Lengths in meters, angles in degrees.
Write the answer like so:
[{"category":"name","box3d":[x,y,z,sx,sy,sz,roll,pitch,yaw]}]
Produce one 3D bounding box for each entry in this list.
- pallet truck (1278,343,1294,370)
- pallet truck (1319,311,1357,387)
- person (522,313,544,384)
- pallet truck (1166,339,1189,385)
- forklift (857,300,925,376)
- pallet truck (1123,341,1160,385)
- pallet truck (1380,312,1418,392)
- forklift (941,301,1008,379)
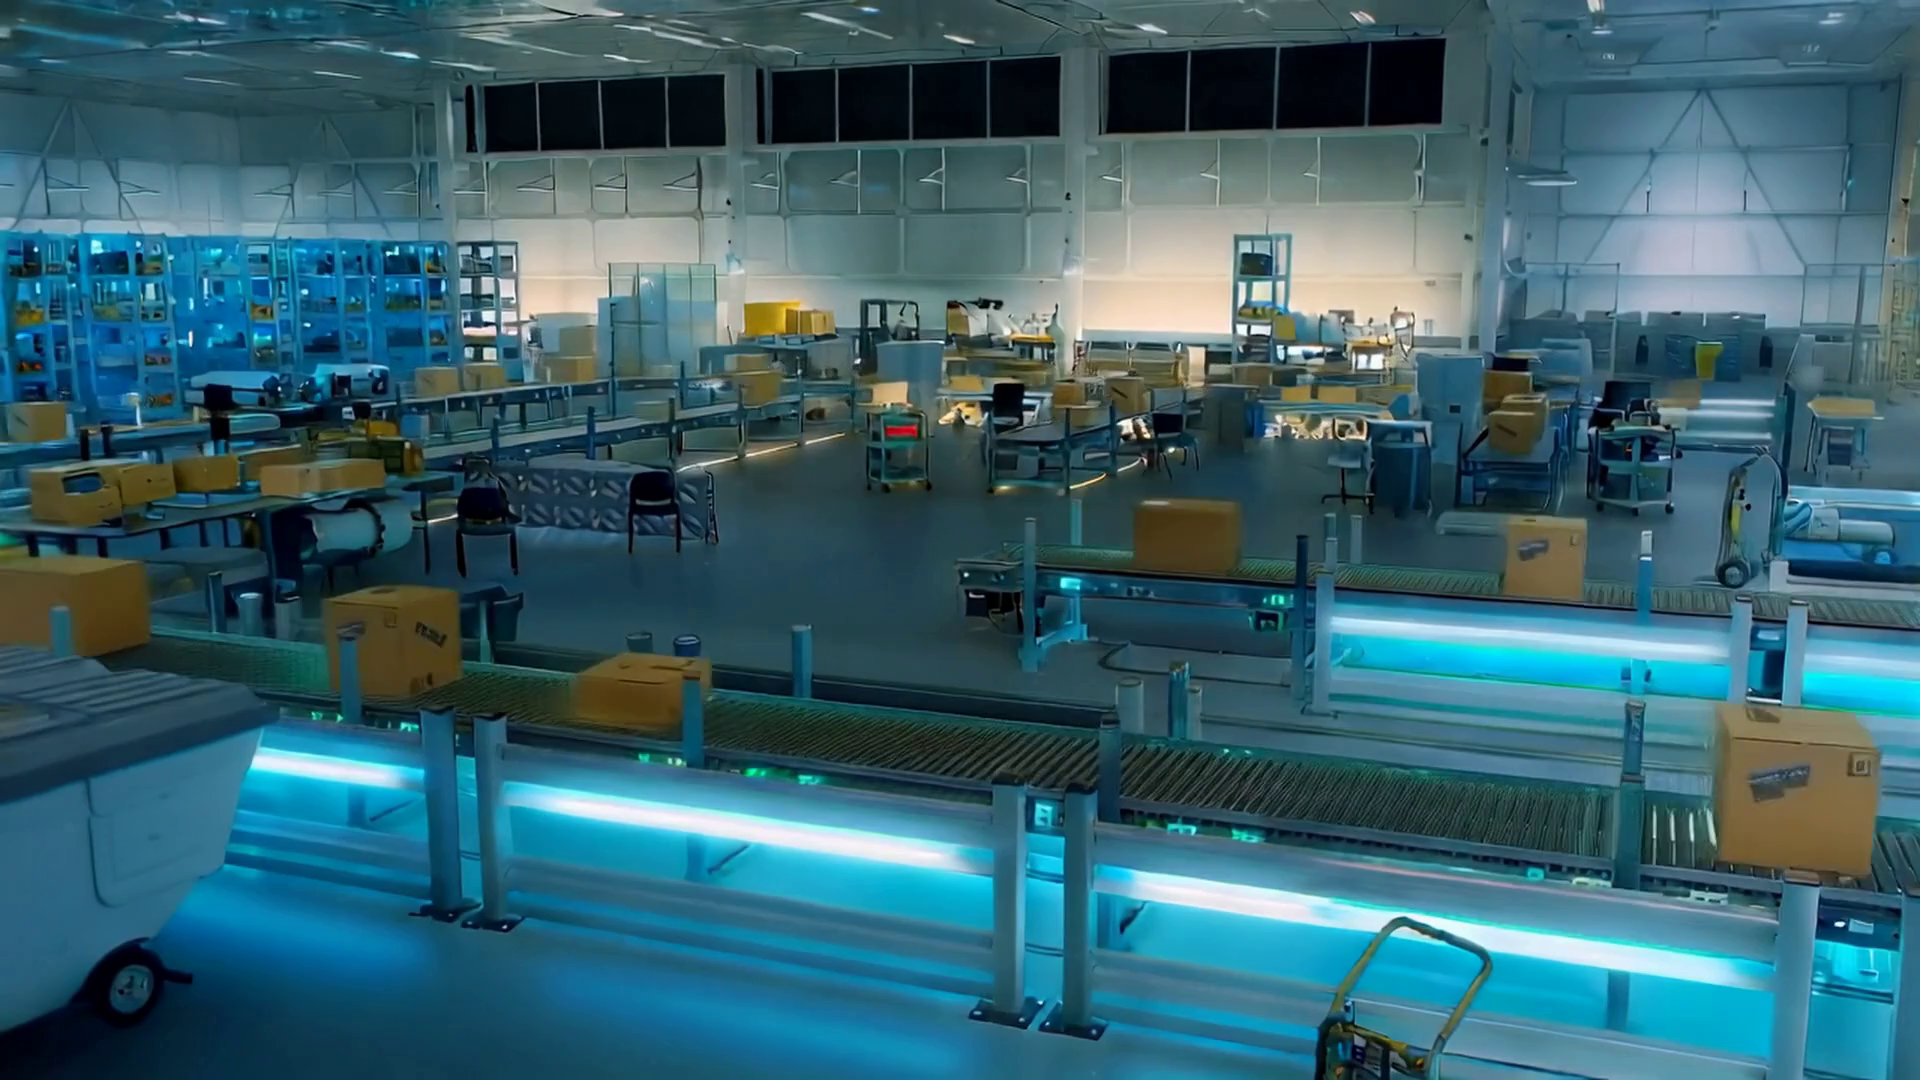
[{"category":"pallet truck","box3d":[7.886,-4.163,39.743,0.653,1.274,1.630,4,10,22]},{"category":"pallet truck","box3d":[9.071,-4.419,39.190,0.823,1.965,1.885,5,10,26]},{"category":"person","box3d":[-10.957,-4.917,42.719,0.591,1.828,0.404,6,11,33]},{"category":"pallet truck","box3d":[5.418,-4.269,40.420,0.704,1.261,1.522,3,10,20]},{"category":"forklift","box3d":[-1.732,-5.109,42.468,1.157,1.987,2.680,4,10,22]},{"category":"pallet truck","box3d":[4.445,-4.380,41.279,0.680,1.201,1.601,4,10,22]},{"category":"pallet truck","box3d":[10.207,-4.283,38.369,0.823,1.965,1.885,3,10,20]},{"category":"forklift","box3d":[0.365,-4.966,41.571,1.157,1.987,2.680,3,10,20]}]
